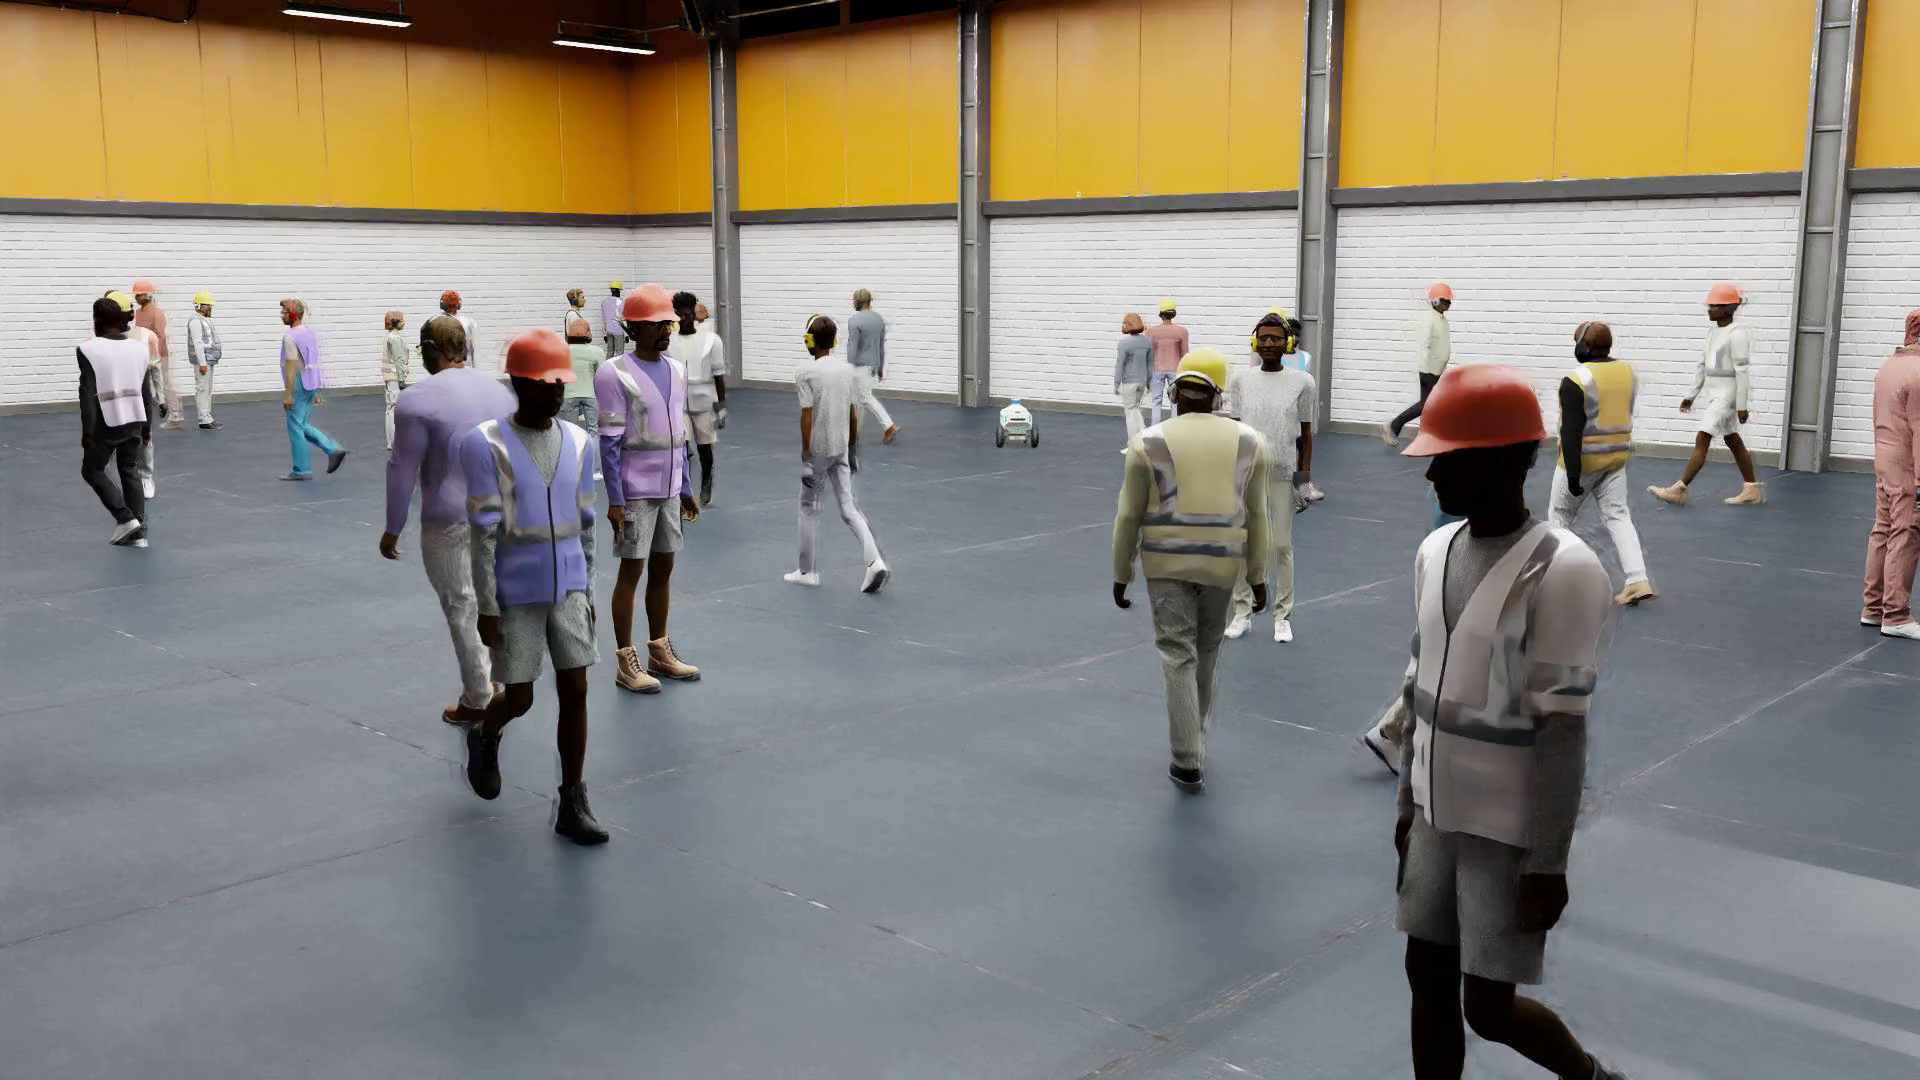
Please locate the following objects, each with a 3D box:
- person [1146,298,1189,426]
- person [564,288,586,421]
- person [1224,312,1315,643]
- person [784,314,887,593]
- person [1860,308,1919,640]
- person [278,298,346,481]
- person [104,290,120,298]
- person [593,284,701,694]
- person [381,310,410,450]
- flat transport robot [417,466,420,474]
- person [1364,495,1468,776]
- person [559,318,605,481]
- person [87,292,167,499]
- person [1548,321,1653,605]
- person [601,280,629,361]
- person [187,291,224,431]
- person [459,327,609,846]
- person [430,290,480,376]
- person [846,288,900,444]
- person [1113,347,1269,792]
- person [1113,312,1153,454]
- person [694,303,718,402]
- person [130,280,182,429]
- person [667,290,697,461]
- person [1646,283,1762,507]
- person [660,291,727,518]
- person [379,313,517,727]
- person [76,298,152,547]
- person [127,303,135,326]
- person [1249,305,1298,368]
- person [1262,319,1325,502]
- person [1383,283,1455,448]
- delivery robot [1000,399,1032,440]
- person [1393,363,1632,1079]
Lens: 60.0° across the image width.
[{"bbox_3d":[2.486,-2.016,20.003,0.533,1.772,0.296,1,9,9],"label":"person"},{"bbox_3d":[-5.336,-2.577,23.212,0.342,1.846,0.508,-3,10,-16],"label":"person"},{"bbox_3d":[1.751,-0.352,9.480,0.514,1.876,0.328,3,10,19],"label":"person"},{"bbox_3d":[-0.820,-0.566,10.943,0.527,1.839,0.908,-8,12,-42],"label":"person"},{"bbox_3d":[5.505,-0.389,9.606,0.406,1.906,0.654,2,9,10],"label":"person"},{"bbox_3d":[-6.552,-1.495,16.623,0.548,1.830,0.571,-1,9,-4],"label":"person"},{"bbox_3d":[-12.061,-2.660,23.777,0.444,1.824,0.647,-9,13,-43],"label":"person"},{"bbox_3d":[-1.551,-0.262,8.406,0.379,2.045,0.605,6,11,32],"label":"person"},{"bbox_3d":[-6.560,-1.846,19.351,0.314,1.641,0.515,-5,11,-29],"label":"person"},{"bbox_3d":[-5.092,-0.854,17.460,0.652,0.197,1.431,4,10,25],"label":"flat transport robot"},{"bbox_3d":[2.001,0.236,6.677,0.805,1.608,0.513,7,12,37],"label":"person"},{"bbox_3d":[-3.790,-1.399,16.663,0.500,1.629,0.271,-1,9,-8],"label":"person"},{"bbox_3d":[-7.561,-1.291,15.103,0.622,1.911,0.420,-4,10,-21],"label":"person"},{"bbox_3d":[4.061,-0.494,10.604,0.618,1.805,0.961,-4,10,-21],"label":"person"},{"bbox_3d":[-6.344,-3.833,30.689,0.588,1.918,0.397,6,11,31],"label":"person"},{"bbox_3d":[-9.930,-2.353,21.897,0.404,1.826,0.588,-2,10,-14],"label":"person"},{"bbox_3d":[-1.606,0.162,6.200,0.544,1.914,0.692,-8,12,-42],"label":"person"},{"bbox_3d":[-5.681,-1.858,18.683,0.586,1.882,0.342,-8,12,-39],"label":"person"},{"bbox_3d":[-1.114,-2.112,20.220,0.986,1.904,0.640,6,11,31],"label":"person"},{"bbox_3d":[0.928,0.098,6.952,0.627,1.790,0.790,-1,9,-7],"label":"person"},{"bbox_3d":[1.960,-1.782,18.987,0.520,1.620,0.341,-7,12,-36],"label":"person"},{"bbox_3d":[-3.740,-2.634,24.222,0.411,1.618,0.517,-4,10,-25],"label":"person"},{"bbox_3d":[-10.674,-2.398,21.740,0.630,1.953,0.980,6,11,33],"label":"person"},{"bbox_3d":[-3.149,-1.819,18.447,0.555,1.895,0.987,-6,11,-33],"label":"person"},{"bbox_3d":[6.706,-1.272,14.781,1.057,1.988,0.616,1,9,7],"label":"person"},{"bbox_3d":[-2.325,-1.187,14.413,0.620,1.938,0.833,0,9,-3],"label":"person"},{"bbox_3d":[-2.352,-0.084,7.692,0.533,1.916,0.630,5,10,27],"label":"person"},{"bbox_3d":[-6.393,-0.875,12.597,0.458,1.900,0.627,4,10,25],"label":"person"},{"bbox_3d":[-11.168,-2.349,22.293,0.321,1.689,0.530,-5,10,-26],"label":"person"},{"bbox_3d":[3.312,-1.602,17.544,0.525,1.747,0.664,-1,9,-8],"label":"person"},{"bbox_3d":[3.006,-1.154,15.032,0.549,1.664,0.786,-4,10,-21],"label":"person"},{"bbox_3d":[5.385,-1.981,19.207,0.829,1.971,0.629,7,12,38],"label":"person"},{"bbox_3d":[0.670,-1.445,19.928,0.477,0.478,0.707,0,9,-2],"label":"delivery robot"},{"bbox_3d":[1.171,0.578,3.619,0.595,1.924,0.568,-4,10,-21],"label":"person"}]
